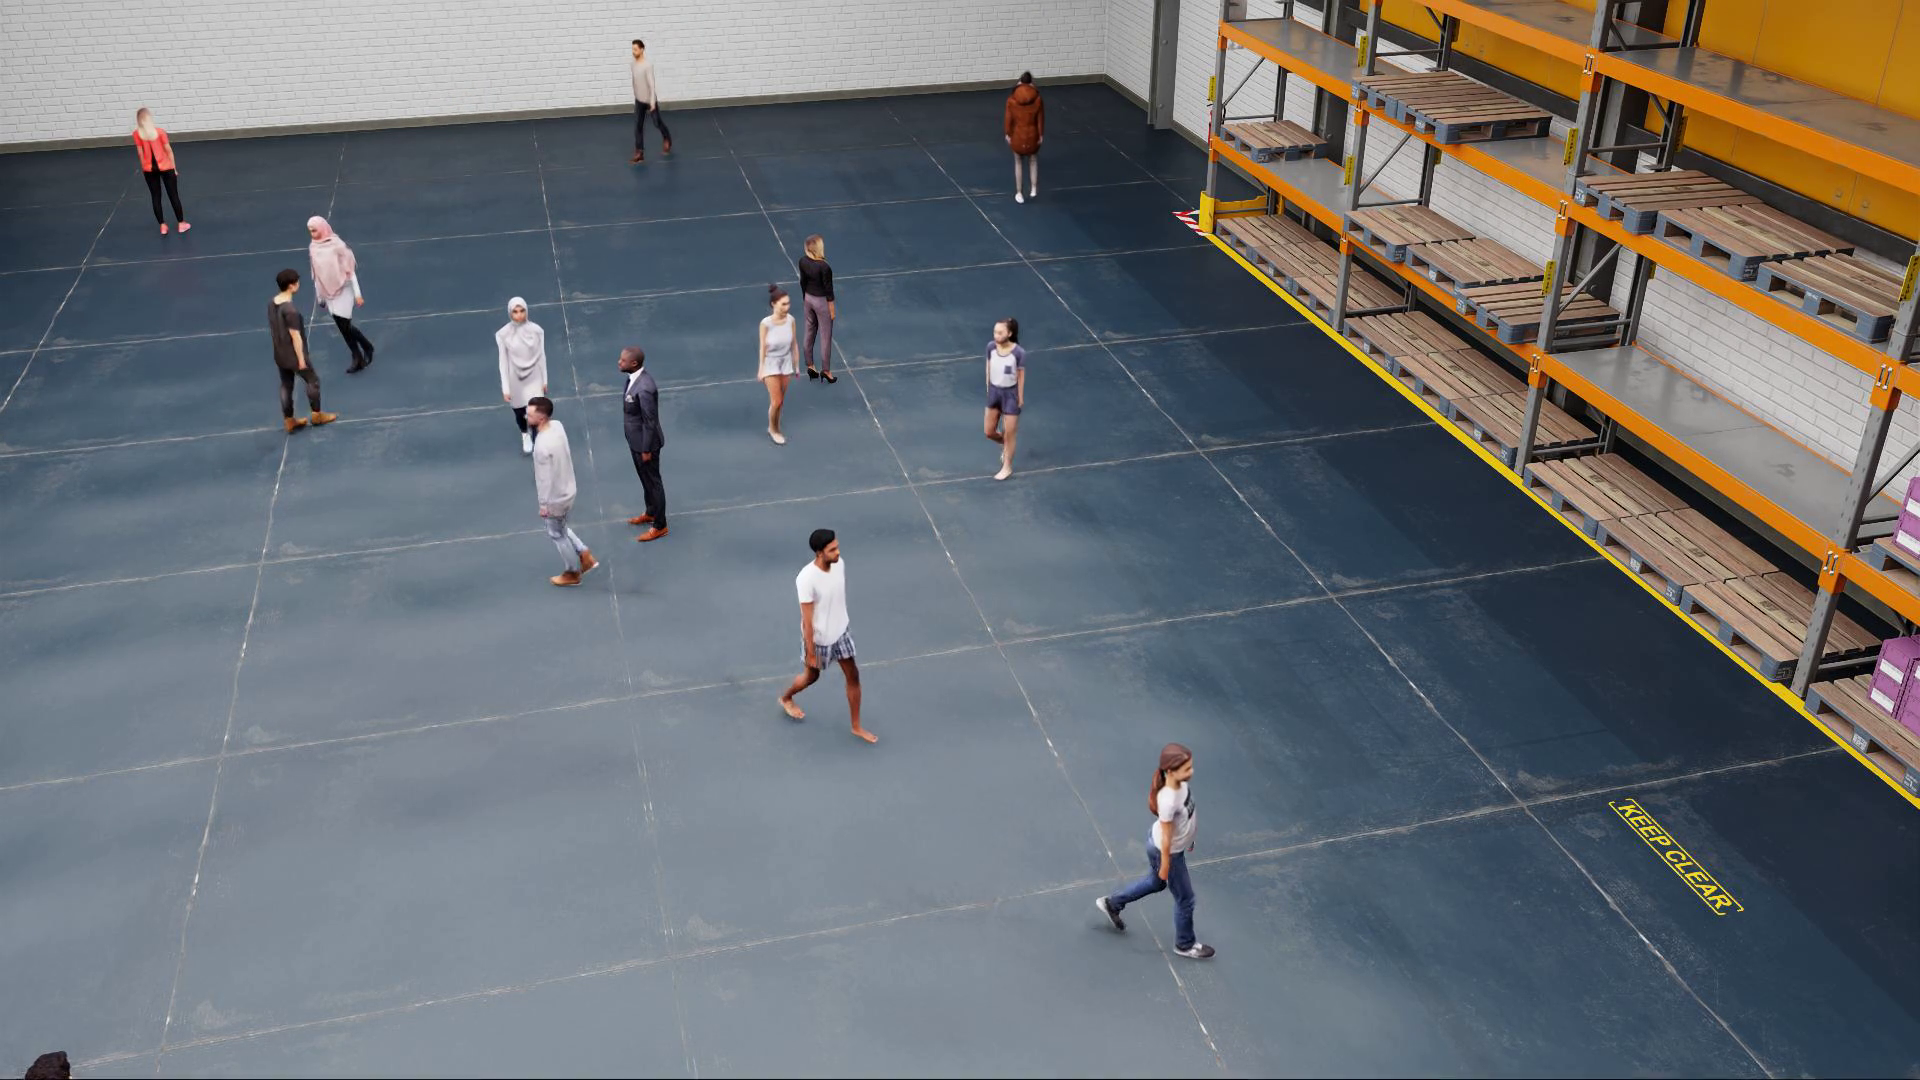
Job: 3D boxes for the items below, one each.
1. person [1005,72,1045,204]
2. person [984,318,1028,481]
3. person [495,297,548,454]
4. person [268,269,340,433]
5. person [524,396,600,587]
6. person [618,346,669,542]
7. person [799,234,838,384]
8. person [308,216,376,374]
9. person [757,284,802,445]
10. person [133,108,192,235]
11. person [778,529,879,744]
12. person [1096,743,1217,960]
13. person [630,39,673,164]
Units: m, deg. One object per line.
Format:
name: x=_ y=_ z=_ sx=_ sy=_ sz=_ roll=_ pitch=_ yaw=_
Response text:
person: x=0.933 y=-5.720 z=23.768 sx=0.747 sy=1.820 sz=0.730 roll=-4 pitch=29 yaw=-7
person: x=0.481 y=-1.390 z=16.020 sx=0.765 sy=1.638 sz=0.825 roll=17 pitch=33 yaw=29
person: x=-4.247 y=-1.523 z=16.156 sx=0.603 sy=1.742 sz=1.124 roll=-7 pitch=29 yaw=-12
person: x=-6.851 y=-1.884 z=16.875 sx=0.857 sy=1.686 sz=0.913 roll=15 pitch=32 yaw=25
person: x=-3.315 y=-0.388 z=13.994 sx=0.880 sy=1.820 sz=0.756 roll=3 pitch=29 yaw=6
person: x=-2.835 y=-0.892 z=14.914 sx=0.760 sy=1.824 sz=0.547 roll=-10 pitch=30 yaw=-18
person: x=-1.546 y=-2.504 z=18.027 sx=0.649 sy=1.672 sz=0.732 roll=20 pitch=34 yaw=32
person: x=-6.777 y=-2.721 z=18.309 sx=0.830 sy=1.783 sz=0.884 roll=9 pitch=30 yaw=15
person: x=-1.890 y=-1.797 z=16.794 sx=0.704 sy=1.611 sz=0.747 roll=-20 pitch=35 yaw=-33
person: x=-10.904 y=-5.026 z=22.627 sx=0.606 sy=1.694 sz=0.549 roll=-5 pitch=29 yaw=-9
person: x=-1.054 y=0.675 z=12.179 sx=1.190 sy=1.692 sz=1.079 roll=19 pitch=34 yaw=31
person: x=1.217 y=1.869 z=10.150 sx=0.891 sy=1.539 sz=1.005 roll=6 pitch=29 yaw=11
person: x=-4.788 y=-6.808 z=25.758 sx=1.176 sy=1.824 sz=1.267 roll=14 pitch=32 yaw=24
